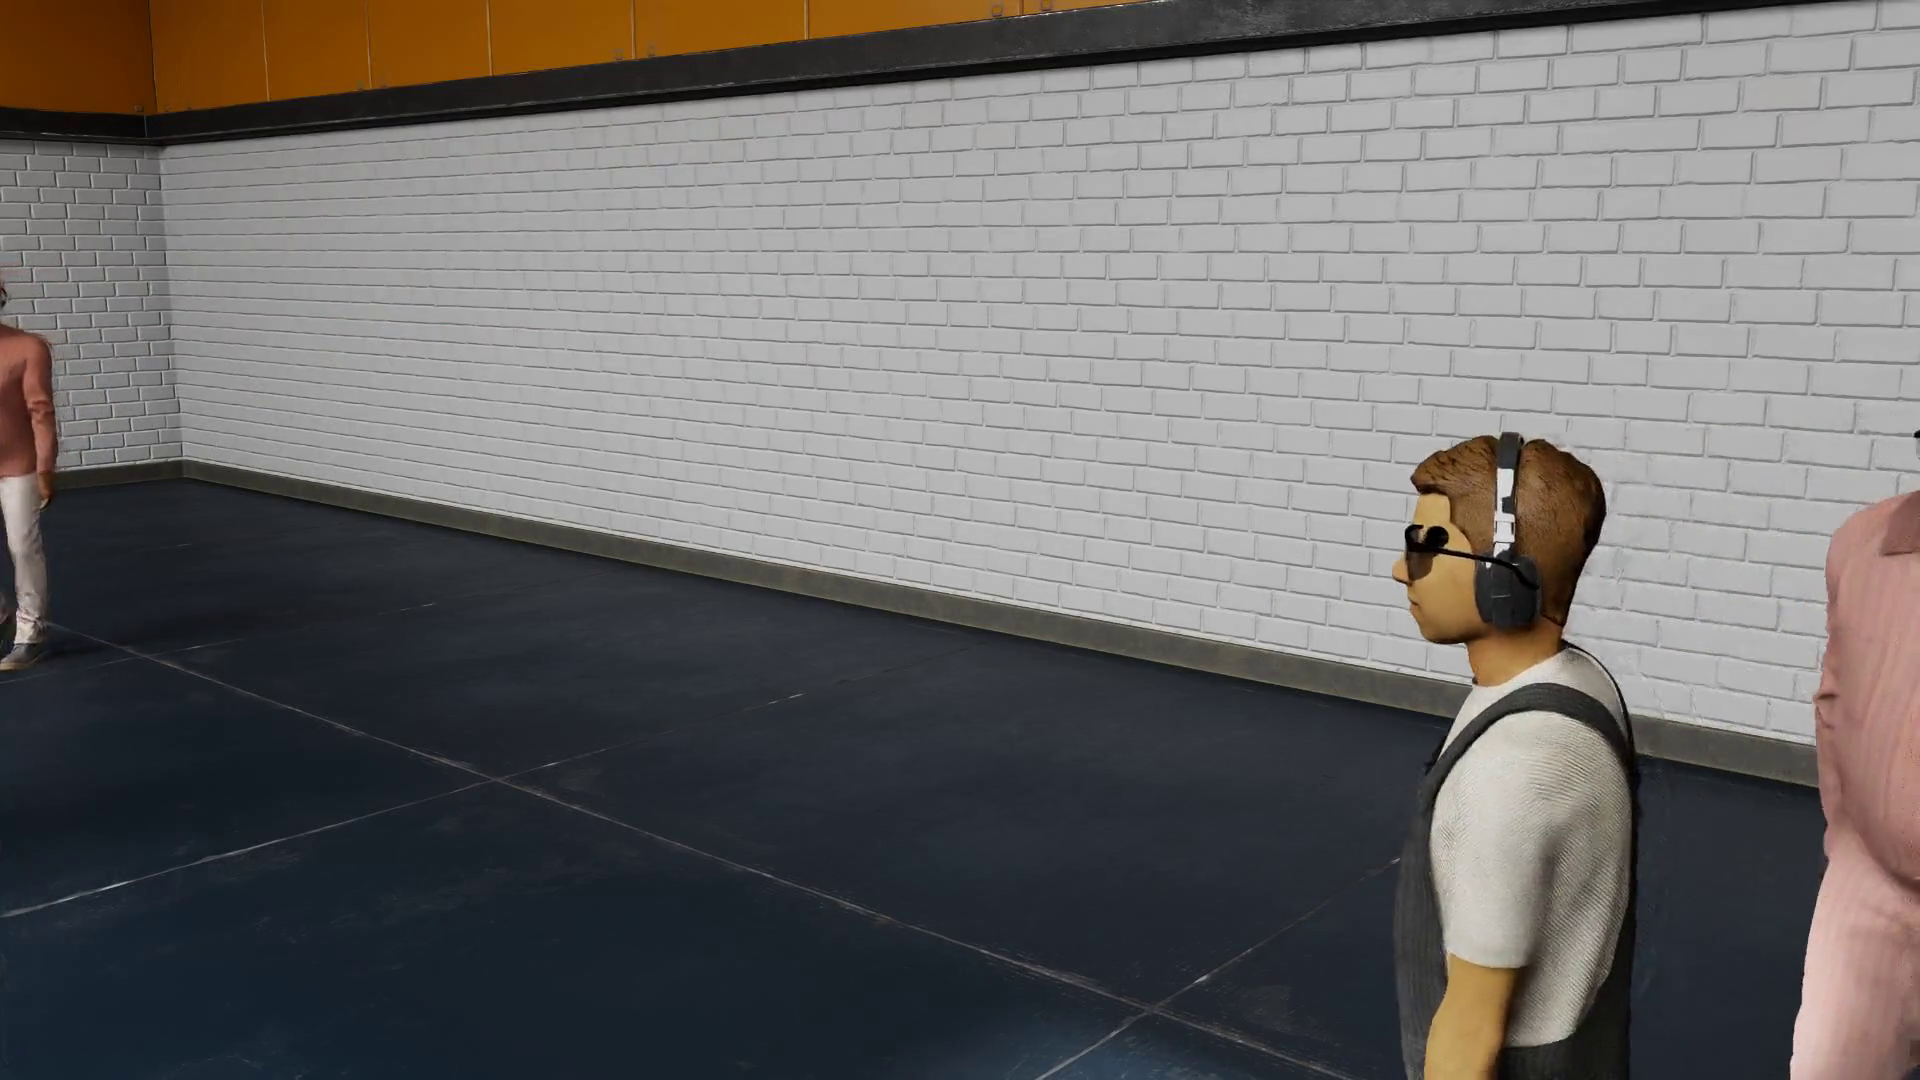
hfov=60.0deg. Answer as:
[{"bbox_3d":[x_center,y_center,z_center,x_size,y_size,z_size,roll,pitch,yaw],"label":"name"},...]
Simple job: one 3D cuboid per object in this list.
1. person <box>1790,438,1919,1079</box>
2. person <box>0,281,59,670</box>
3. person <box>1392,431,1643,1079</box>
[{"bbox_3d":[1.630,0.615,2.778,0.894,1.862,0.665,-6,12,-31],"label":"person"},{"bbox_3d":[-4.603,-0.348,7.930,0.612,1.979,0.426,-1,10,-6],"label":"person"},{"bbox_3d":[0.735,0.758,2.154,0.953,1.806,0.525,4,11,21],"label":"person"}]
